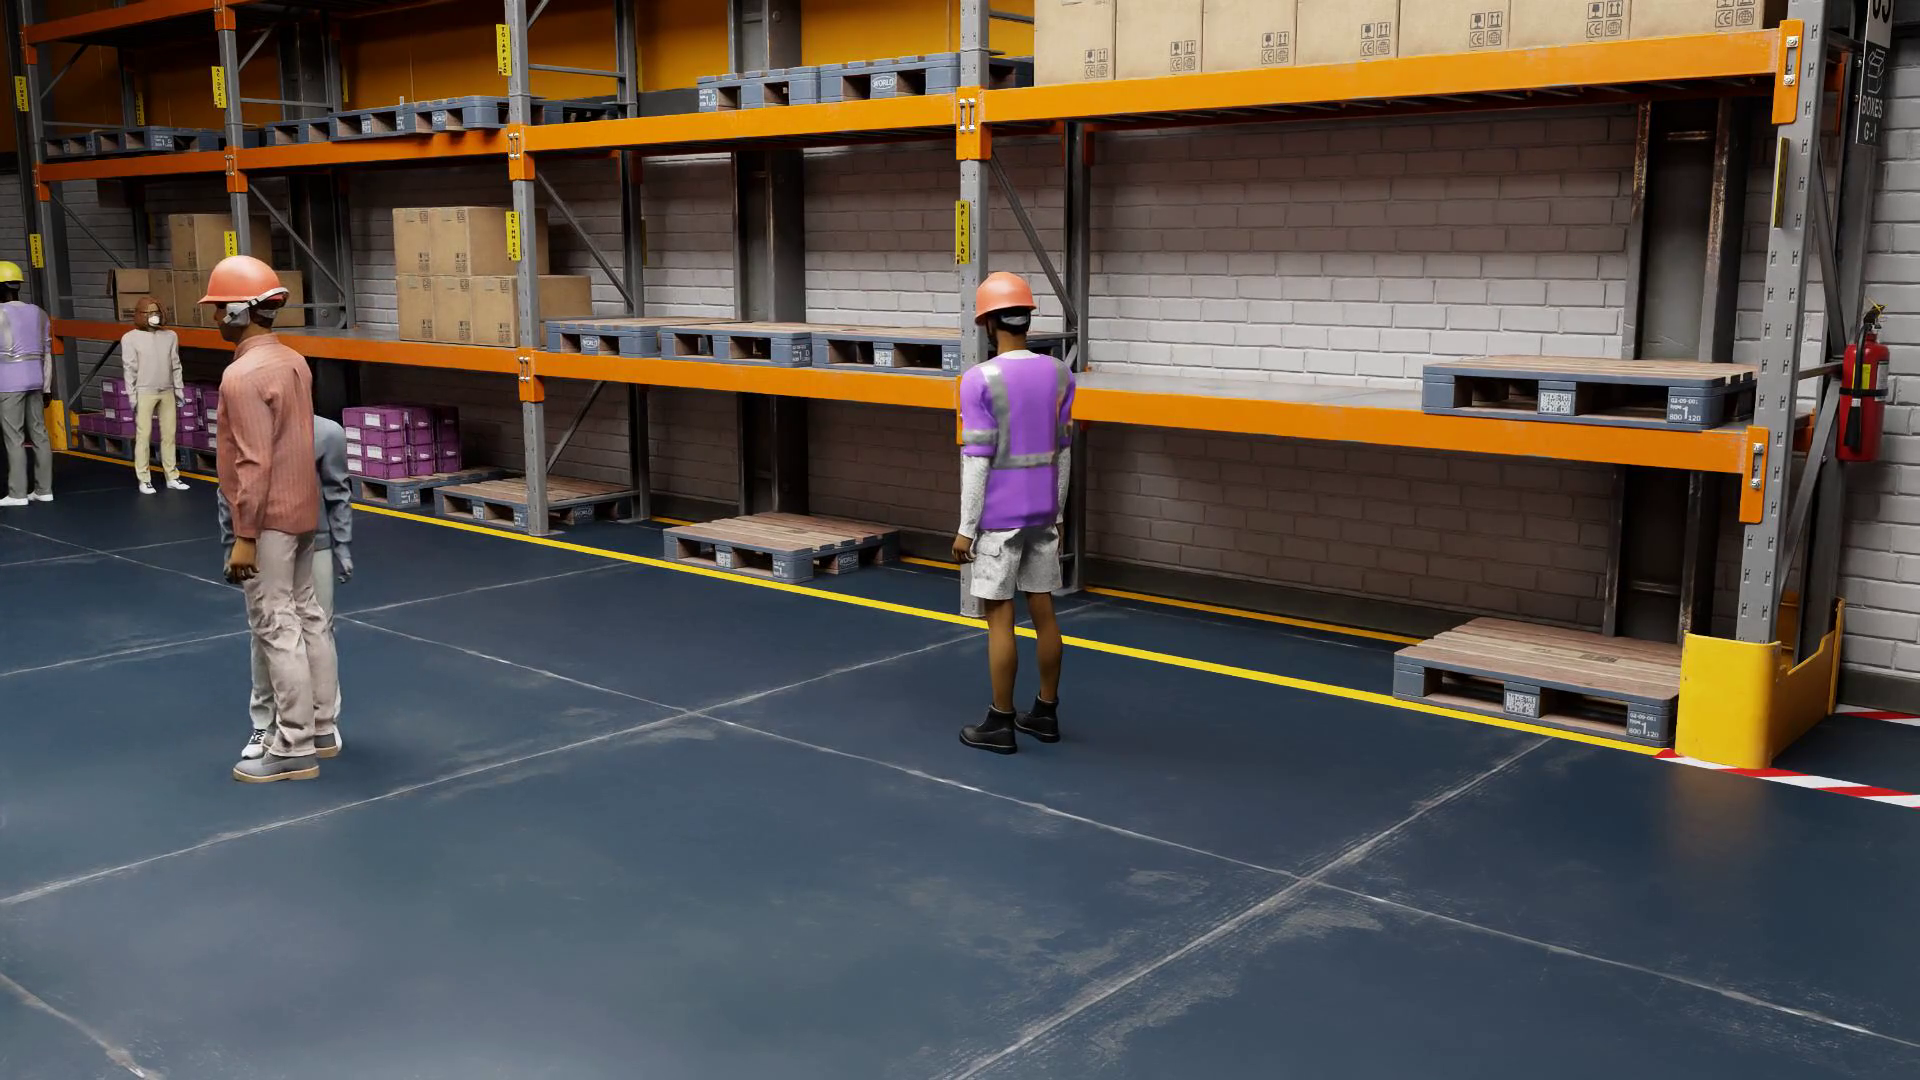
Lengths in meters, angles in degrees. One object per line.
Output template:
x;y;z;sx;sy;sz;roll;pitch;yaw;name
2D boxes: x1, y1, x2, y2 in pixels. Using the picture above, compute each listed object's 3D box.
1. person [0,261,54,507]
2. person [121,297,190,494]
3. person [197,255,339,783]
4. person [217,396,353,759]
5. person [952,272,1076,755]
-7.427;-1.224;13.109;0.390;1.922;0.589;3;11;18;person
-6.671;-1.195;13.781;0.284;1.626;0.496;6;12;31;person
-2.644;-0.076;6.345;0.397;1.992;0.622;0;10;-2;person
-2.680;0.054;6.630;0.498;1.634;0.282;-2;10;-11;person
0.198;-0.104;6.698;0.543;1.927;0.375;-7;12;-36;person
